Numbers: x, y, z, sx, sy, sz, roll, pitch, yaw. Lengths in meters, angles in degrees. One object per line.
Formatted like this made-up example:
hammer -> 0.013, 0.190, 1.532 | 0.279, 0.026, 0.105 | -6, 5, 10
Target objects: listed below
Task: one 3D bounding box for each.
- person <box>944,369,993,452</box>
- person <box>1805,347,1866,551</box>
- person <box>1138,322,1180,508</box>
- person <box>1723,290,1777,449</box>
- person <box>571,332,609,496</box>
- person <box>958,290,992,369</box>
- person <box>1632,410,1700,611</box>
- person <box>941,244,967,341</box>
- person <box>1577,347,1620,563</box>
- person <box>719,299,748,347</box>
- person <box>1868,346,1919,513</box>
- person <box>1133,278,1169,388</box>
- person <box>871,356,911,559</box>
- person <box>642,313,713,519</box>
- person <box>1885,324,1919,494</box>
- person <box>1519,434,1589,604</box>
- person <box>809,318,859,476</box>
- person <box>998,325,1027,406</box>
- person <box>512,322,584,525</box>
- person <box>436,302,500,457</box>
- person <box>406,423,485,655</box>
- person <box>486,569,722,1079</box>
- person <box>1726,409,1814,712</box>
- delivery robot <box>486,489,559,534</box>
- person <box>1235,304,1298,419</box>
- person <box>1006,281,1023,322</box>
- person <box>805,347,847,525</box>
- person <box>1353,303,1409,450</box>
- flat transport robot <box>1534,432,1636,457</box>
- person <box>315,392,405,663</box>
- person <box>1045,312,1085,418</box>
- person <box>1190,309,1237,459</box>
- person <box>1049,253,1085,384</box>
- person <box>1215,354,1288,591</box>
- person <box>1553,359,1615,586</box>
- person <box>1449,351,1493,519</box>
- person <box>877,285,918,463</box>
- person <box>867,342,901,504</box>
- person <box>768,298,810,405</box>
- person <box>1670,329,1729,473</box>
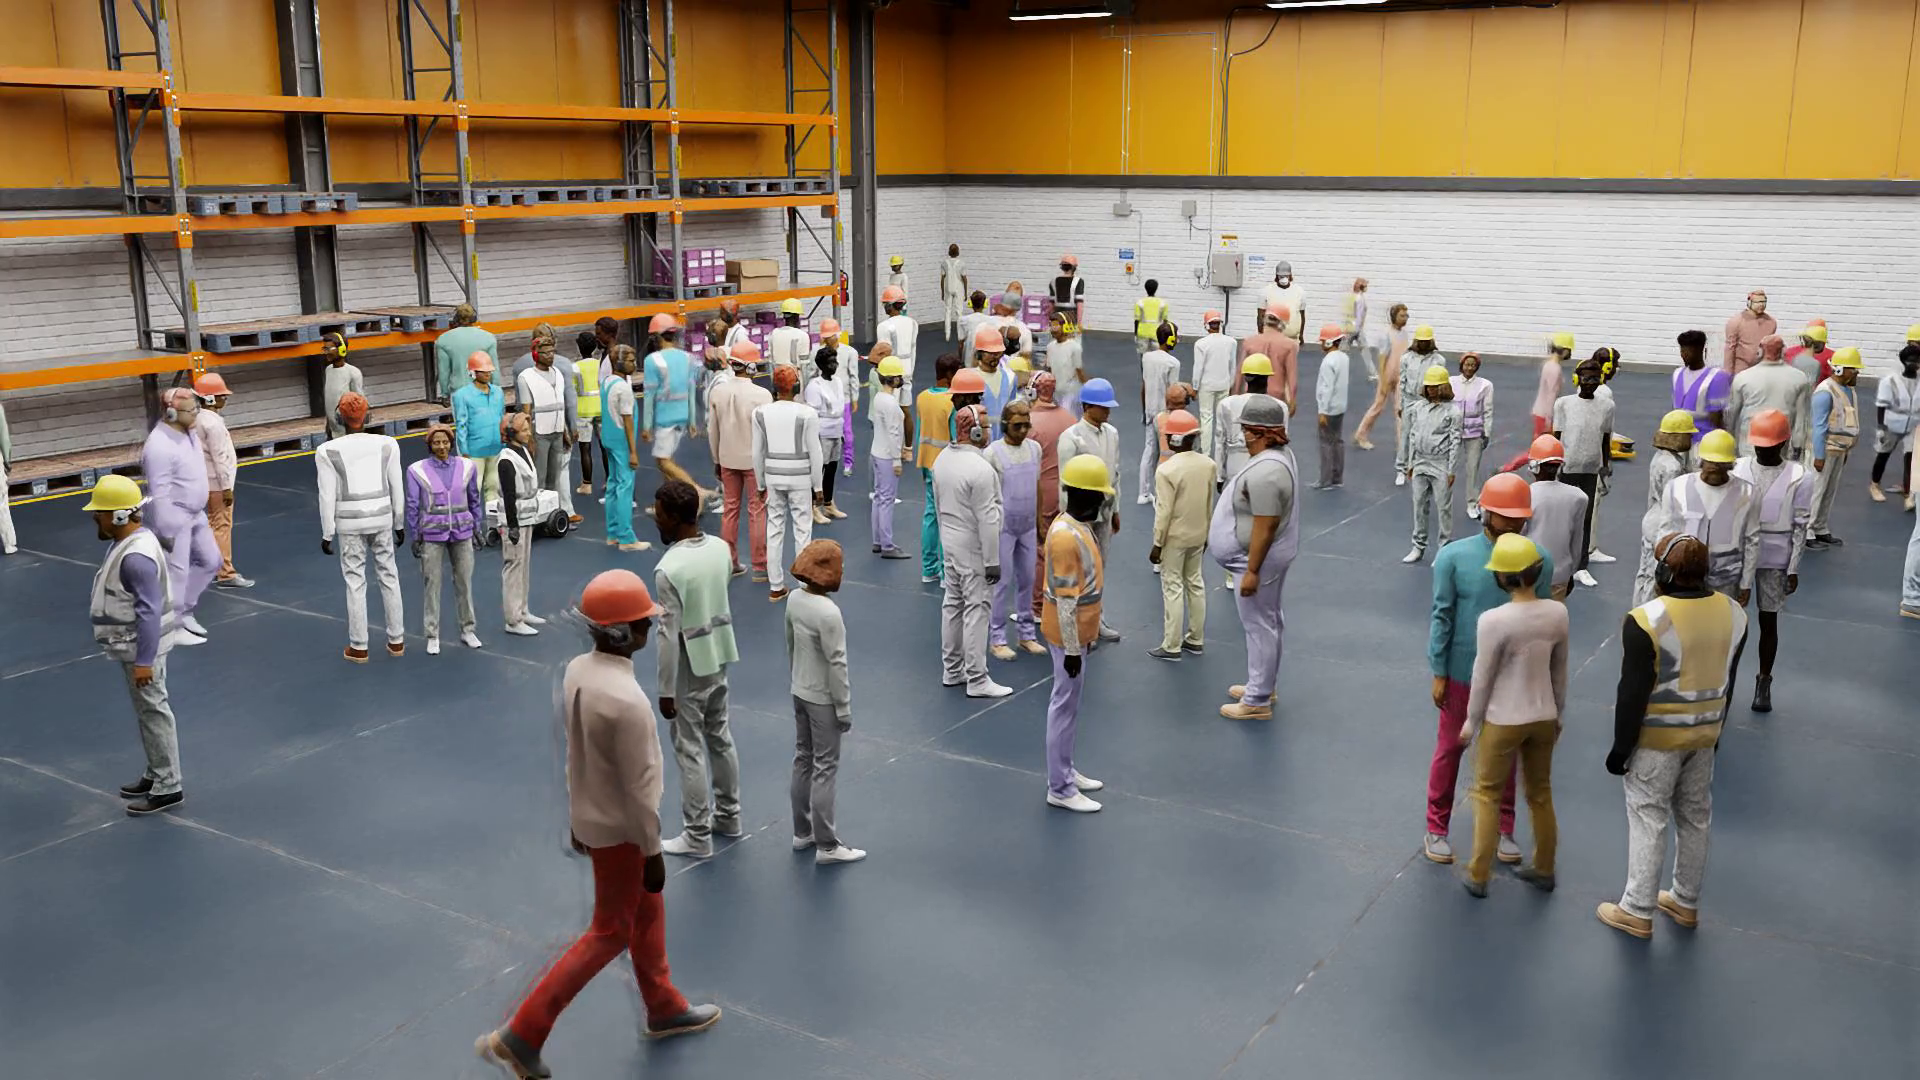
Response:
person -> 0.062, -0.306, 12.357 | 0.359, 1.936, 0.552 | -1, 13, -6
person -> 7.773, -0.815, 14.829 | 0.591, 1.824, 0.405 | -11, 17, -40
person -> 2.010, -1.244, 16.621 | 0.338, 1.856, 0.524 | -11, 17, -39
person -> 9.479, -2.040, 19.951 | 0.649, 1.907, 0.409 | -2, 13, -9
person -> -3.819, -1.302, 17.207 | 0.535, 1.697, 0.321 | -9, 16, -33
person -> 0.220, -2.145, 20.513 | 0.514, 1.861, 0.323 | 0, 13, 1
person -> 4.949, -0.048, 11.664 | 0.310, 1.744, 0.486 | 3, 13, 11
person -> -0.111, -4.706, 31.647 | 0.516, 1.845, 0.332 | 3, 13, 12
person -> 5.502, -0.738, 14.399 | 0.329, 1.865, 0.512 | -2, 13, -10
person -> -2.574, -1.811, 19.006 | 0.362, 1.883, 0.575 | -6, 14, -24
person -> 9.353, -1.121, 16.535 | 0.556, 1.634, 0.938 | 3, 13, 11
person -> 2.866, -3.081, 24.965 | 0.538, 1.684, 0.568 | 0, 13, 0
person -> -0.613, -0.722, 14.540 | 0.322, 1.769, 0.523 | -4, 13, -16
person -> -2.705, -1.156, 15.889 | 0.851, 2.007, 0.615 | 8, 15, 31
person -> 9.904, -1.357, 17.306 | 0.338, 1.762, 0.526 | 11, 17, 40
person -> 3.673, 0.198, 10.574 | 0.563, 1.752, 0.326 | -3, 13, -13
person -> -1.390, -1.568, 18.265 | 0.578, 1.738, 0.354 | 3, 13, 12
person -> 0.451, -1.216, 16.544 | 0.429, 1.837, 0.628 | 6, 14, 23
person -> -3.891, -1.083, 15.728 | 0.627, 1.940, 0.371 | 4, 14, 16
person -> -5.279, -1.589, 17.922 | 0.635, 1.937, 0.352 | -4, 14, -17
person -> -3.628, -0.016, 11.756 | 0.525, 1.639, 0.307 | -8, 15, -31
person -> -1.380, 1.080, 6.291 | 0.912, 1.971, 0.621 | -8, 15, -30
person -> 5.033, 0.126, 10.510 | 0.545, 1.927, 0.367 | 9, 16, 33
delivery robot -> -3.981, -0.295, 15.134 | 0.477, 0.478, 0.707 | 6, 14, 24
person -> 3.264, -1.537, 17.716 | 0.703, 1.927, 0.968 | 6, 14, 24
person -> 0.803, -3.098, 25.155 | 0.277, 1.628, 0.500 | -7, 15, -26
person -> -1.269, -1.001, 15.902 | 0.317, 1.695, 0.540 | 7, 15, 27
person -> 5.042, -1.893, 19.566 | 0.526, 1.812, 0.964 | -9, 16, -33
flat transport robot -> 7.458, -1.198, 19.878 | 0.652, 0.197, 1.431 | -1, 13, -2
person -> -4.130, -0.084, 11.518 | 0.573, 1.883, 0.355 | -9, 16, -34
person -> 1.026, -1.494, 17.712 | 0.787, 1.838, 0.572 | -10, 16, -36
person -> 2.912, -1.789, 19.216 | 0.563, 1.741, 0.339 | -5, 14, -23
person -> 1.655, -3.359, 25.439 | 0.640, 2.010, 0.680 | 8, 15, 30
person -> 2.338, -0.531, 13.367 | 0.589, 1.924, 0.383 | 6, 14, 23
person -> 5.052, -0.547, 13.554 | 0.512, 1.872, 0.328 | 0, 13, -1
person -> 4.880, -1.017, 16.120 | 0.516, 1.633, 0.317 | 4, 14, 18
person -> -0.743, -1.853, 18.838 | 0.370, 2.044, 0.608 | 10, 16, 36
person -> -0.786, -1.188, 16.853 | 0.283, 1.633, 0.497 | -4, 14, -17
person -> -1.884, -1.742, 18.638 | 0.585, 1.918, 0.394 | 10, 16, 36
person -> 6.812, -0.974, 15.276 | 0.793, 1.933, 0.634 | -6, 14, -24
